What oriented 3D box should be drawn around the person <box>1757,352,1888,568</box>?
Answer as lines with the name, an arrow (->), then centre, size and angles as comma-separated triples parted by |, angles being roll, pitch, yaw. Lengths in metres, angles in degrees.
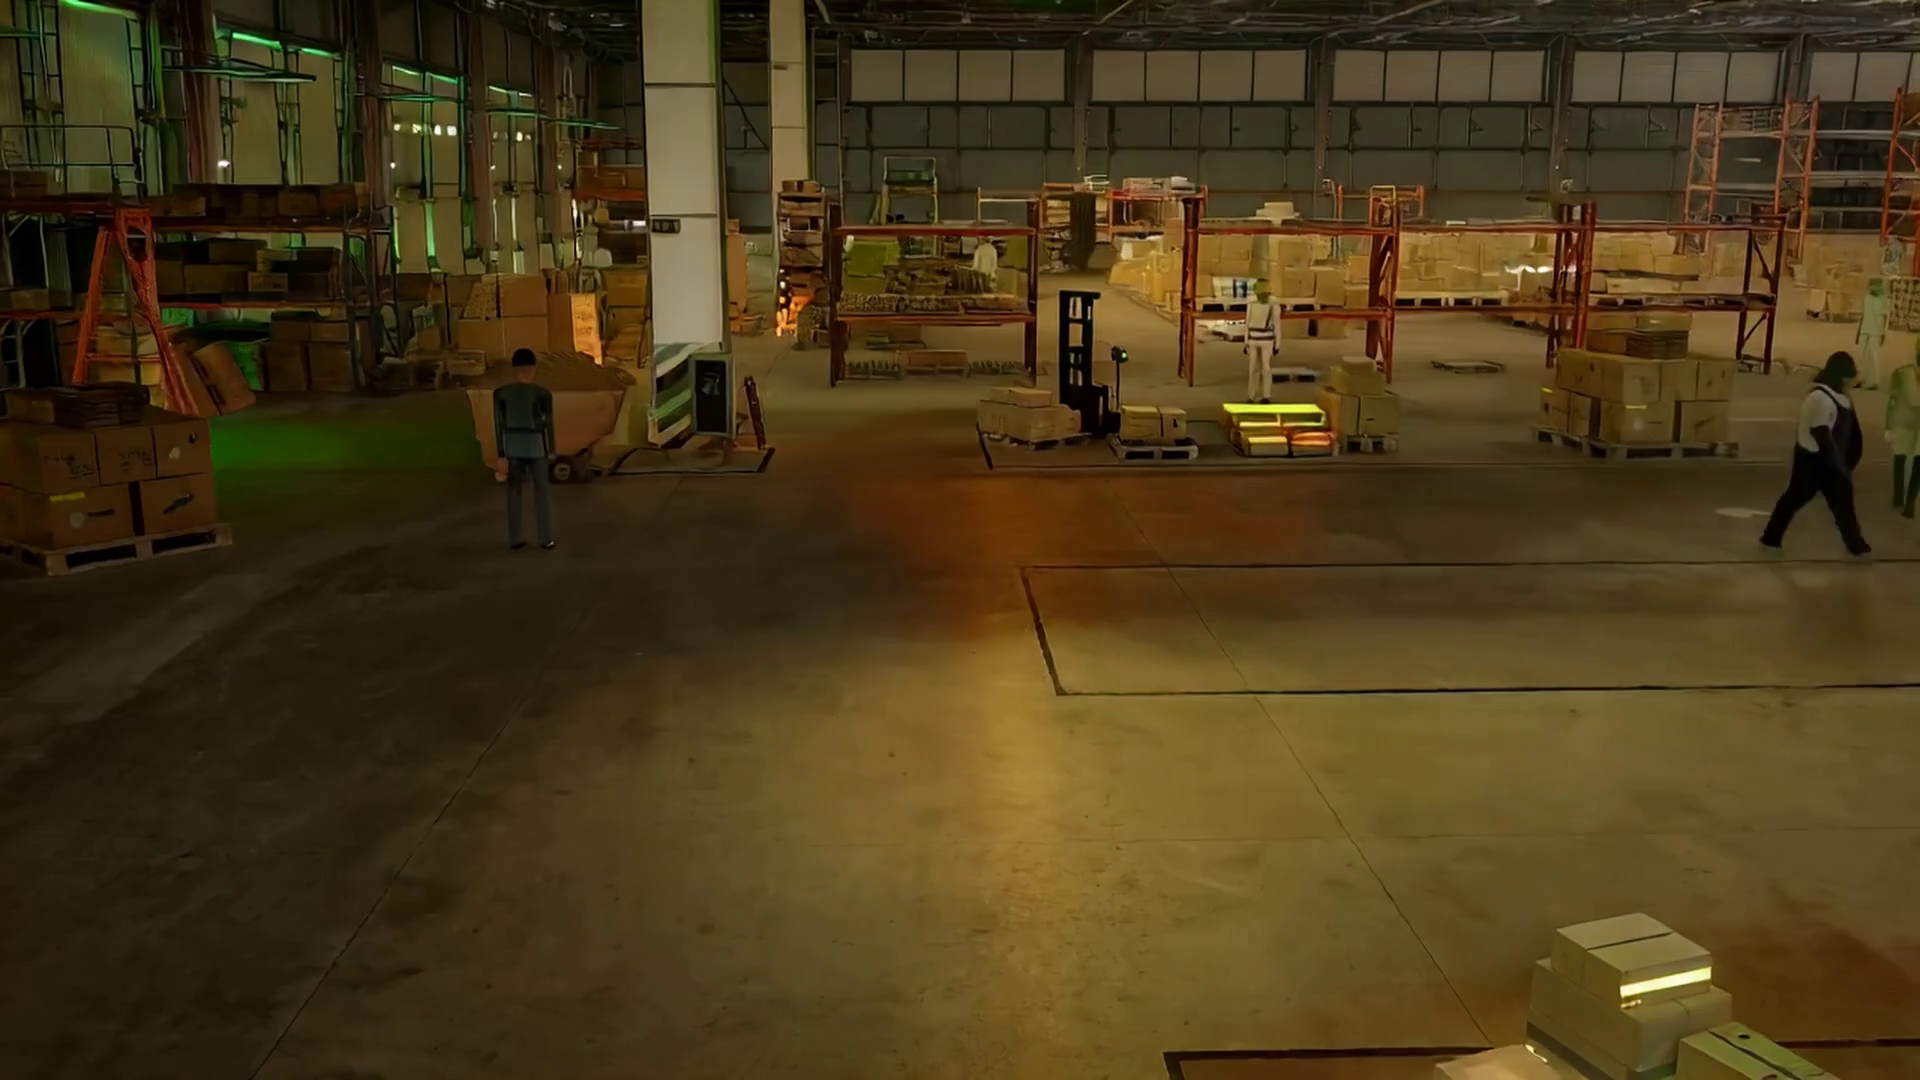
person -> 7.860, -0.762, 15.072 | 0.687, 2.000, 1.094 | -10, 16, -38

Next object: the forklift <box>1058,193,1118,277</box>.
forklift -> 4.400, -10.441, 56.861 | 1.873, 2.768, 1.129 | -2, 13, -8

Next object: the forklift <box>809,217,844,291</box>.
forklift -> -4.375, -8.619, 48.637 | 1.873, 2.768, 1.129 | 0, 12, -2

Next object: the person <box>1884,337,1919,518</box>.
person -> 9.932, -1.188, 17.257 | 0.569, 1.923, 0.412 | 6, 14, 24

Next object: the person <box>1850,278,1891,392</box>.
person -> 14.929, -3.359, 27.226 | 0.334, 1.861, 0.501 | -6, 14, -27

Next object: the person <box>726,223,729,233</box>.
person -> -7.711, -9.478, 54.682 | 0.386, 1.928, 0.589 | 3, 13, 13

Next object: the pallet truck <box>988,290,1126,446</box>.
pallet truck -> 1.257, -2.299, 22.111 | 1.885, 1.965, 0.823 | -9, 15, -35

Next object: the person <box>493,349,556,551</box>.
person -> -4.107, -0.850, 15.763 | 0.584, 1.918, 0.407 | 1, 13, 5

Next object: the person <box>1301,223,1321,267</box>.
person -> 11.448, -9.340, 54.119 | 0.634, 1.909, 0.867 | -1, 13, -6

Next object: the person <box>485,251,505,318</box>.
person -> -11.473, -6.270, 40.877 | 0.523, 1.631, 0.323 | 11, 17, 41

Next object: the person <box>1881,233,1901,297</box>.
person -> 25.206, -7.342, 45.030 | 0.545, 1.933, 0.376 | -12, 17, -42

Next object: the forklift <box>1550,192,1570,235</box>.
forklift -> 21.606, -11.158, 60.099 | 1.873, 2.768, 1.129 | 0, 12, -2

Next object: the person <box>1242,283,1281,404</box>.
person -> 4.604, -2.986, 25.471 | 0.584, 1.884, 0.347 | 8, 15, 31

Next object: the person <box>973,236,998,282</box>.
person -> 0.676, -7.111, 44.104 | 0.633, 1.897, 1.028 | 0, 12, -1
